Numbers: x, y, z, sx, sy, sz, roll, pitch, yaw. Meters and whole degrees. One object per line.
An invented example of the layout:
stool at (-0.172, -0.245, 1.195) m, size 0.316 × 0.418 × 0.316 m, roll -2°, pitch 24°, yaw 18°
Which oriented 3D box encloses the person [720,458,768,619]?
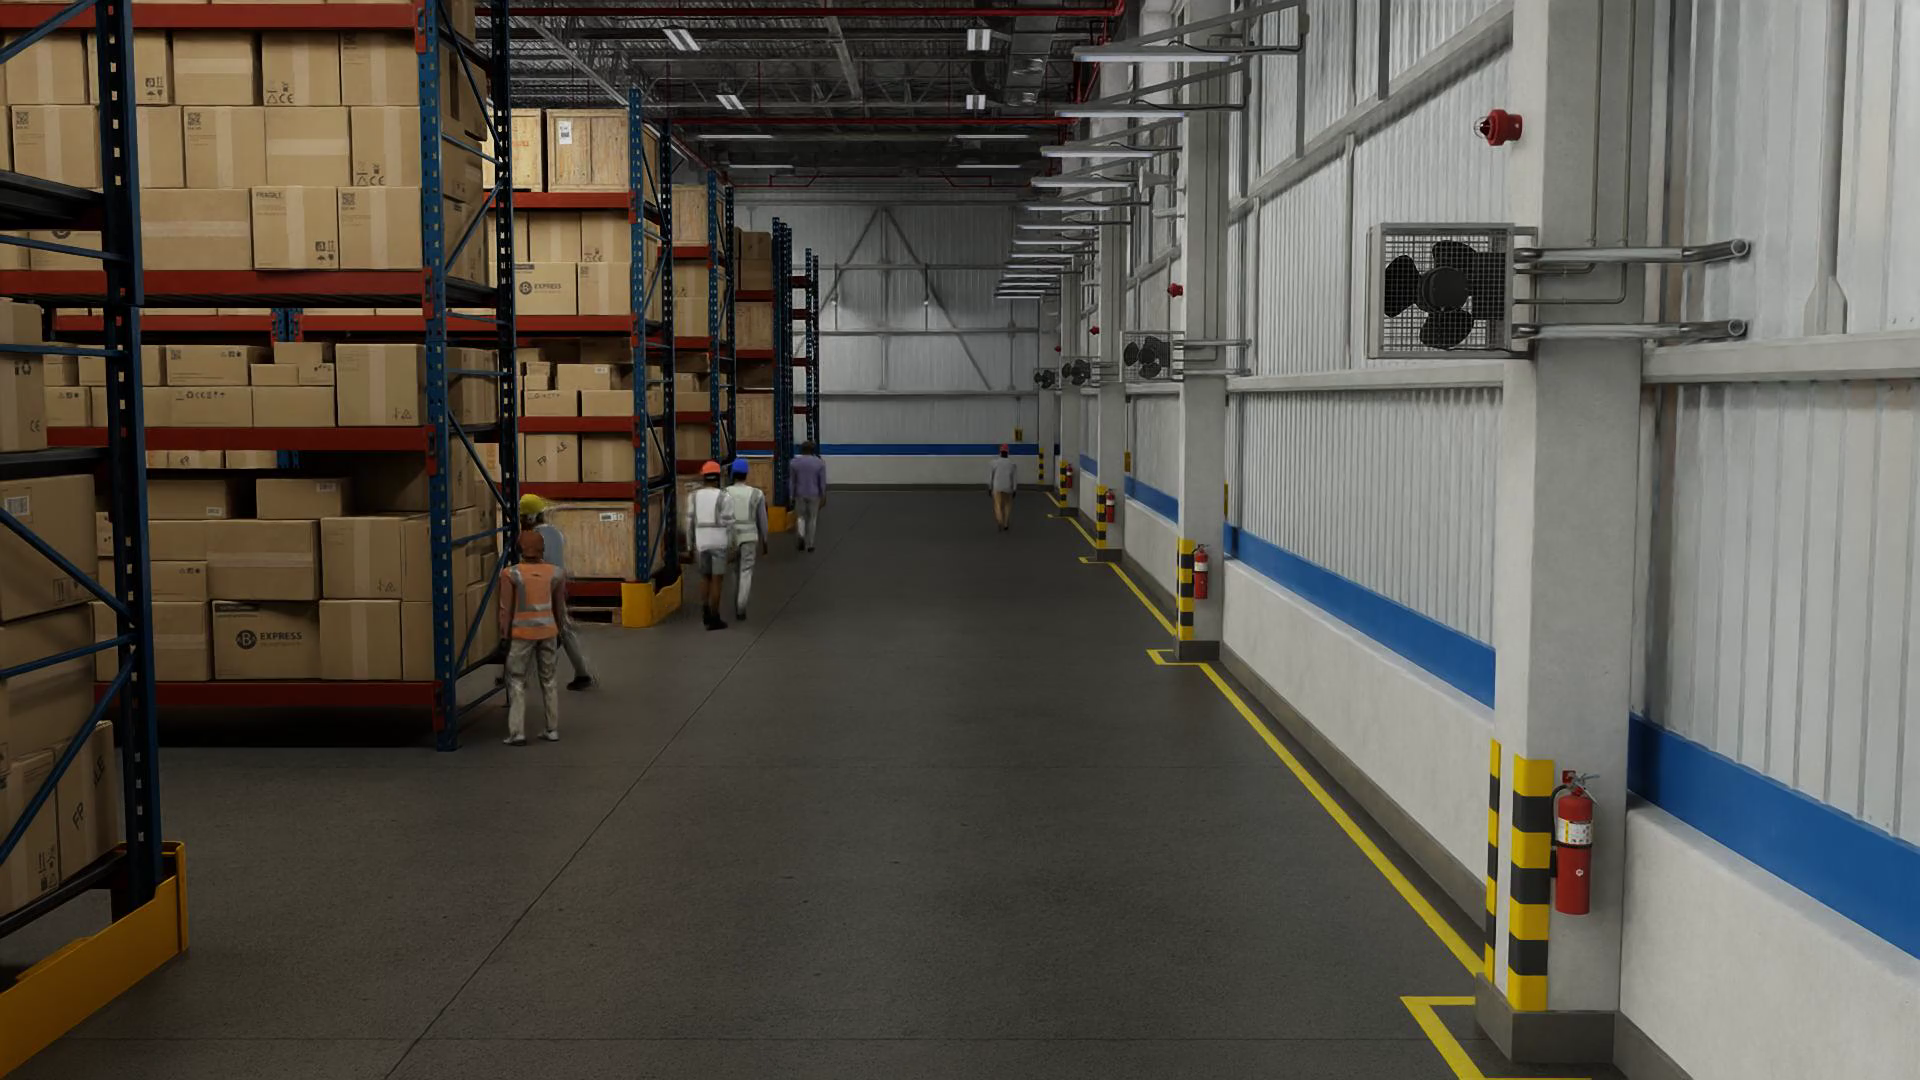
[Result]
person at (-2.600, -0.020, 19.757) m, size 0.625 × 1.913 × 0.946 m, roll 0°, pitch 5°, yaw -1°

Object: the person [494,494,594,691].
person at (-3.701, 0.473, 14.810) m, size 0.965 × 1.784 × 0.598 m, roll 2°, pitch 5°, yaw 22°

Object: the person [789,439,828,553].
person at (-2.550, -0.739, 28.033) m, size 0.656 × 1.922 × 0.444 m, roll 0°, pitch 5°, yaw 3°

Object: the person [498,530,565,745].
person at (-3.222, 0.737, 12.555) m, size 0.527 × 1.630 × 0.315 m, roll -4°, pitch 6°, yaw -38°

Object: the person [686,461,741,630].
person at (-2.792, 0.060, 18.793) m, size 0.581 × 1.905 × 0.489 m, roll 2°, pitch 5°, yaw 18°

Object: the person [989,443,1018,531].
person at (0.846, -1.026, 32.454) m, size 0.574 × 1.733 × 0.582 m, roll 0°, pitch 5°, yaw 0°
